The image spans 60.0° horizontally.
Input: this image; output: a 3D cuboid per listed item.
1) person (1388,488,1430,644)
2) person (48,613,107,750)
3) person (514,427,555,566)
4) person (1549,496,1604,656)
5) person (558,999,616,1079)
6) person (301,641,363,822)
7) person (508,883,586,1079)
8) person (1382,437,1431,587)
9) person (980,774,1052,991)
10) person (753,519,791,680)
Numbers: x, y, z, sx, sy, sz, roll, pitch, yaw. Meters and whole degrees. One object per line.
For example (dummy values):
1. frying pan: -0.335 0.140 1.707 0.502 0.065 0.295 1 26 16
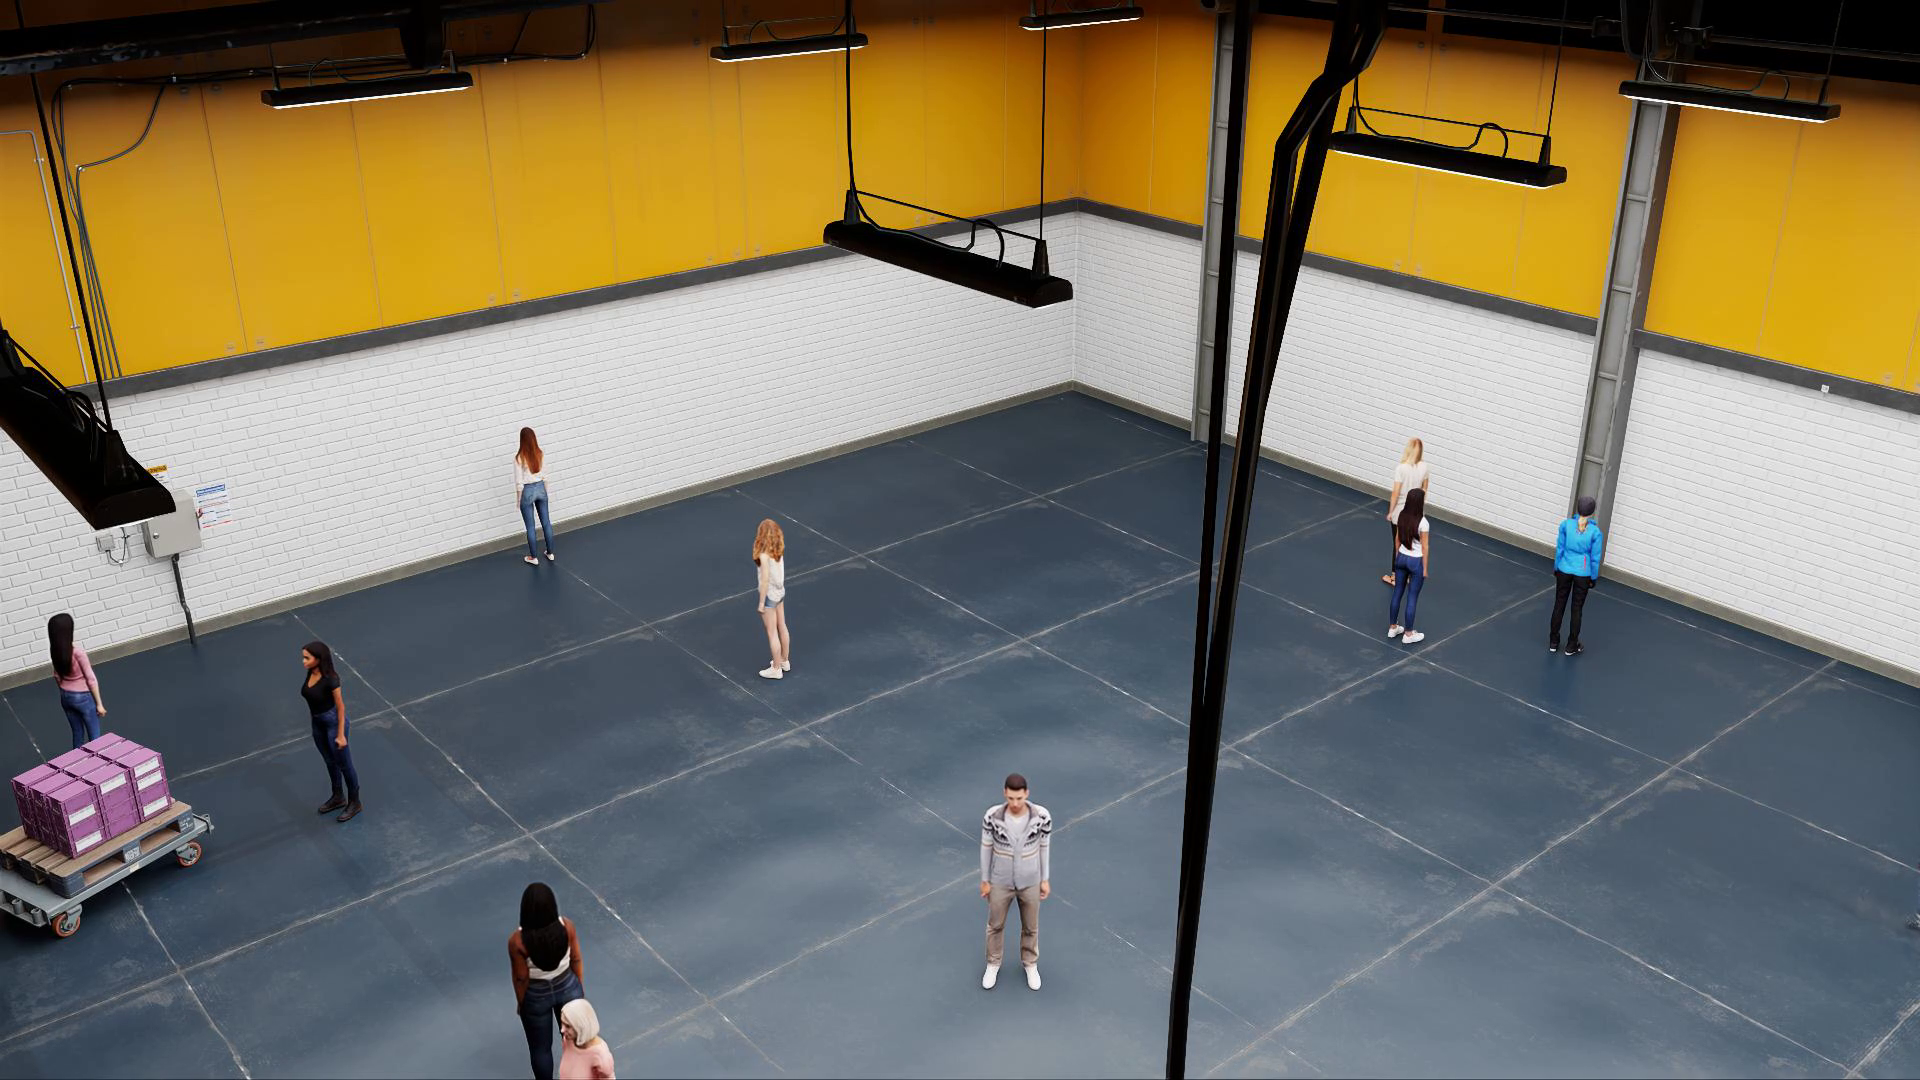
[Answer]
1. person: 4.892 0.268 18.089 0.661 1.775 0.478 -16 28 -32
2. person: -8.159 1.466 15.391 0.593 1.742 0.703 7 25 16
3. person: -5.130 -0.545 20.007 0.574 1.729 0.497 -18 29 -35
4. person: 6.585 0.368 17.833 0.527 1.797 0.717 18 29 35
5. person: -2.326 3.604 10.523 0.530 1.724 0.707 17 29 34
6. person: -5.640 1.683 14.897 0.554 1.739 0.688 15 28 30
7. person: -2.820 3.140 11.477 0.705 1.809 0.691 -10 26 -22
8. person: 5.226 -0.329 19.391 0.681 1.827 0.687 -4 24 -10
9. person: 0.427 2.574 12.708 0.757 1.860 0.789 0 24 0
10. person: -1.941 0.606 17.337 0.656 1.759 0.656 10 26 22
